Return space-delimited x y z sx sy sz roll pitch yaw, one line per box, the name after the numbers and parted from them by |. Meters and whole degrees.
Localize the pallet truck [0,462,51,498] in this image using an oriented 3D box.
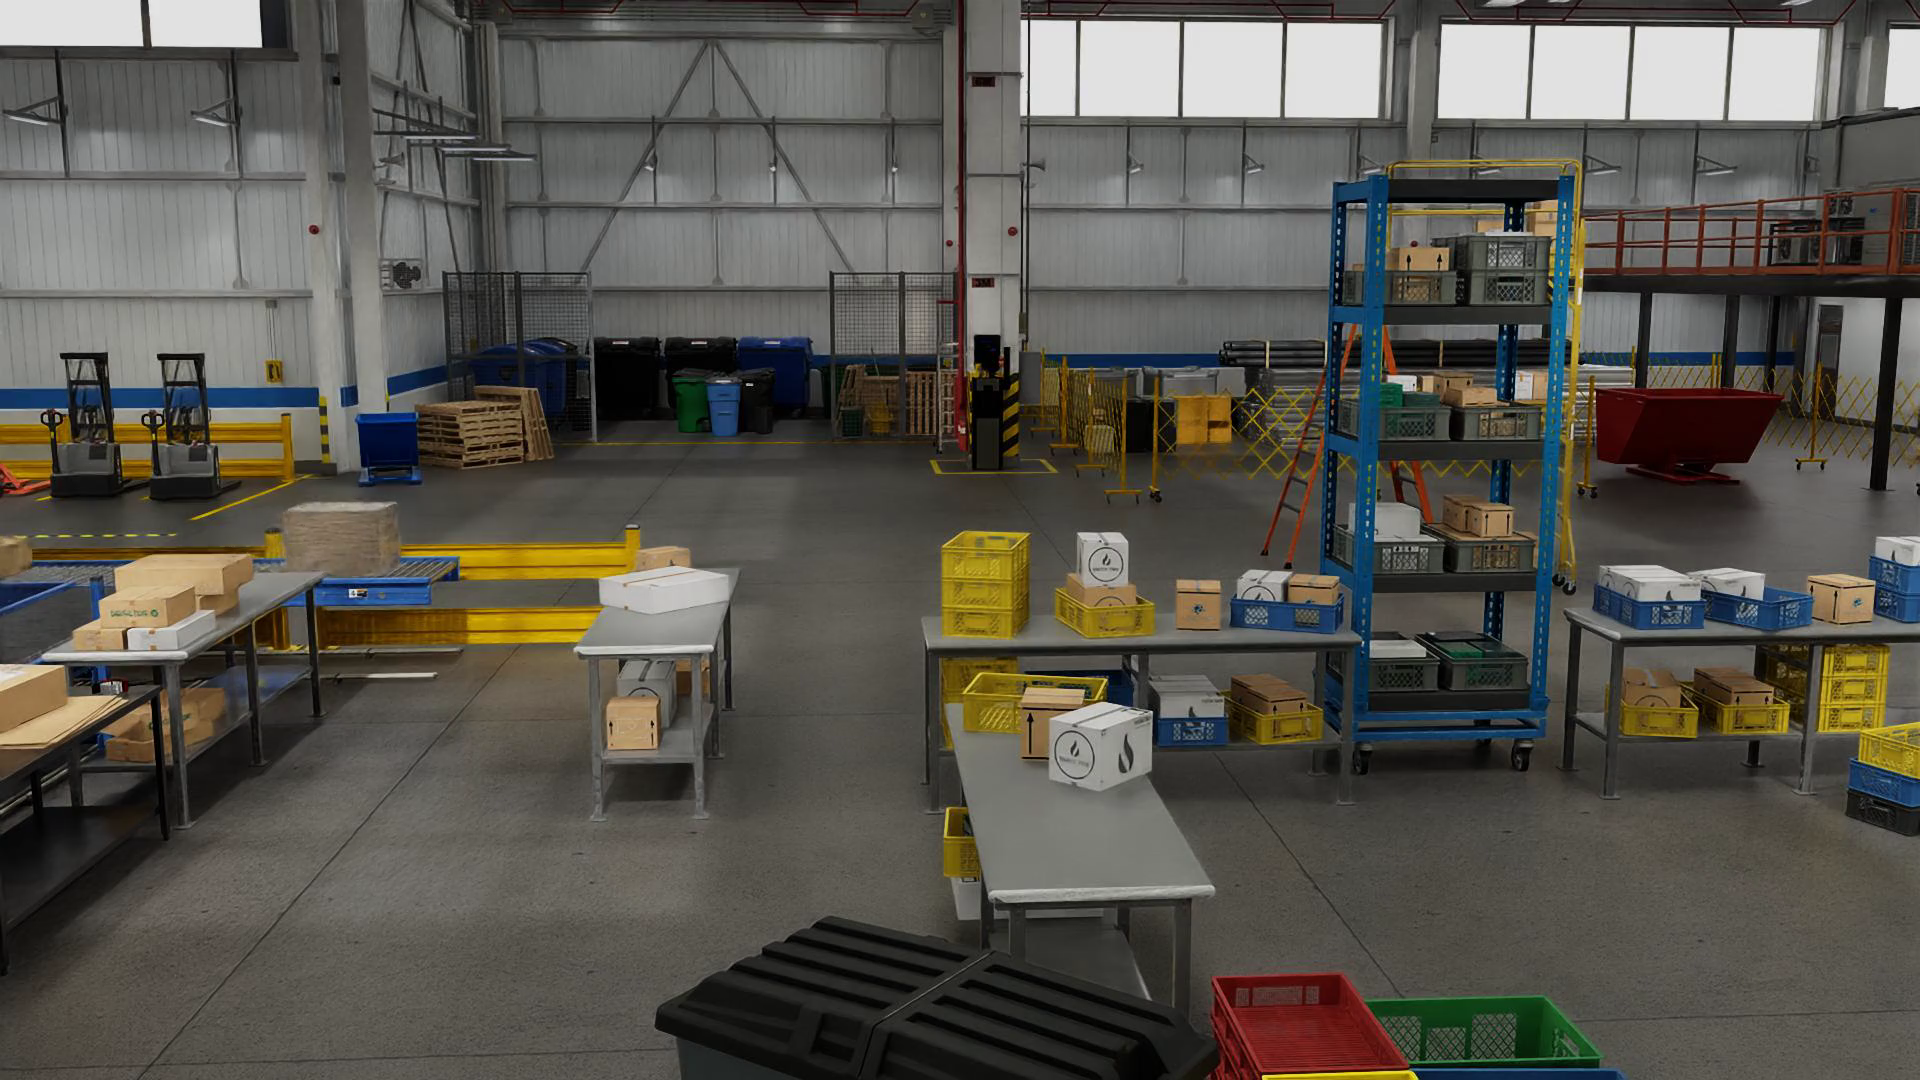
-13.193 -1.293 23.148 0.653 1.274 1.630 -1 9 -4 | pallet truck

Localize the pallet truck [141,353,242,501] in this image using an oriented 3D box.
-10.520 -1.604 22.925 0.823 1.965 1.885 -1 9 -6 | pallet truck

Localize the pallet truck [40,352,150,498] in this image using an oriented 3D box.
-11.907 -1.642 23.165 0.823 1.965 1.885 0 9 0 | pallet truck
